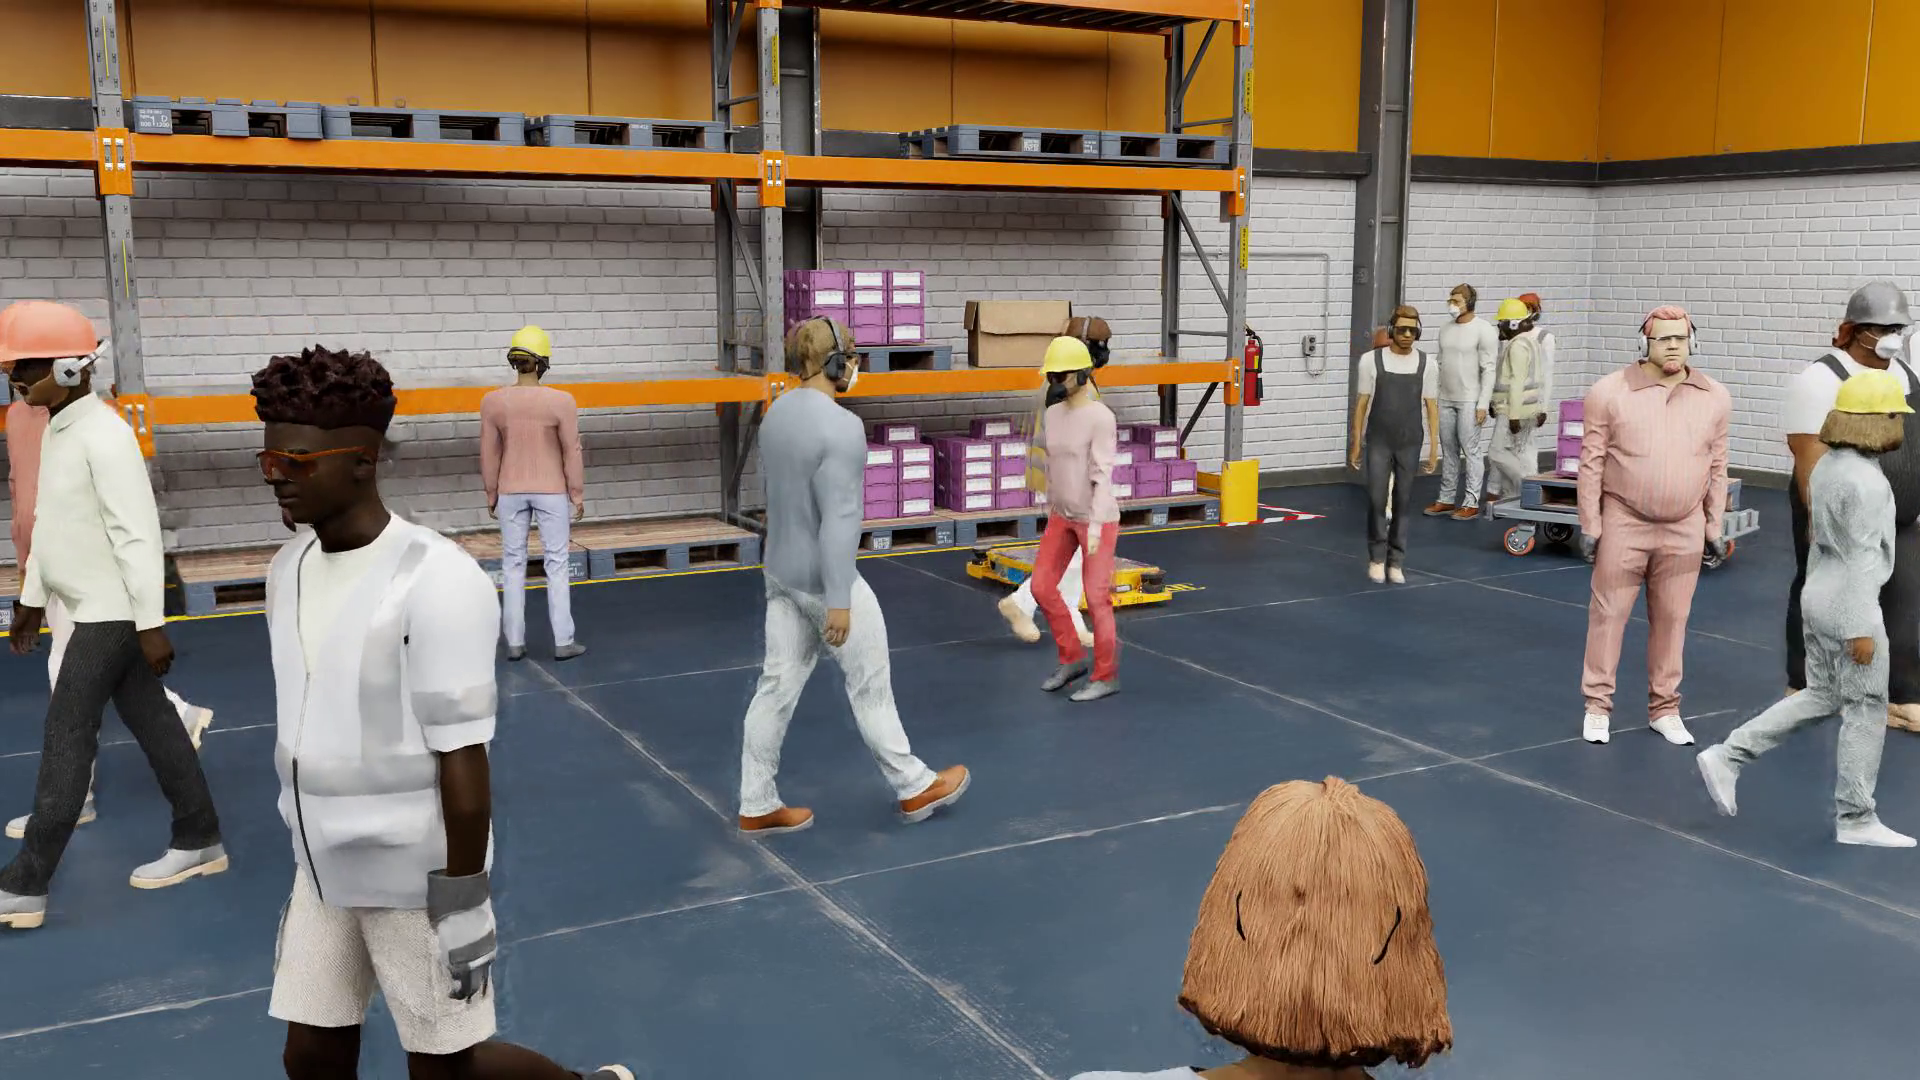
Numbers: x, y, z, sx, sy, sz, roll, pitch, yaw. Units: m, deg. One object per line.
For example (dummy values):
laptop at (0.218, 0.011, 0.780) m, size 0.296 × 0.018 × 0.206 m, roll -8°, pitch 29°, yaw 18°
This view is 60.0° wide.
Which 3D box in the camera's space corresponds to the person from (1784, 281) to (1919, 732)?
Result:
person at (4.074, -0.154, 7.415) m, size 0.695 × 2.000 × 0.882 m, roll -2°, pitch 10°, yaw -13°

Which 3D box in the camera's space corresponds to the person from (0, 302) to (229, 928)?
person at (-2.867, 0.232, 5.316) m, size 0.966 × 1.949 × 0.633 m, roll -7°, pitch 12°, yaw -38°

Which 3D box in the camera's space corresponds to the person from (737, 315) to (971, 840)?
person at (-0.422, 0.139, 6.074) m, size 0.911 × 1.895 × 0.655 m, roll -6°, pitch 11°, yaw -33°

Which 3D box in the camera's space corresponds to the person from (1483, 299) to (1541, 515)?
person at (4.571, -1.074, 13.716) m, size 0.462 × 1.815 × 0.606 m, roll 4°, pitch 10°, yaw 25°

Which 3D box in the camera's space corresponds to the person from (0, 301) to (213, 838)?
person at (-3.276, 0.072, 6.315) m, size 0.660 × 1.961 × 0.836 m, roll 5°, pitch 11°, yaw 30°

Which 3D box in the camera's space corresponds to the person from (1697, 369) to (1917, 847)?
person at (3.091, 0.248, 5.947) m, size 0.662 × 1.726 × 0.491 m, roll 1°, pitch 9°, yaw 8°

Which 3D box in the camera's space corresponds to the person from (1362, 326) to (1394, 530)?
person at (3.365, -0.875, 13.082) m, size 0.421 × 1.610 × 0.566 m, roll -9°, pitch 13°, yaw -44°

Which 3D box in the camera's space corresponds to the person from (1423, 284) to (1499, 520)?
person at (4.120, -1.129, 13.701) m, size 0.375 × 1.934 × 0.638 m, roll -5°, pitch 11°, yaw -28°

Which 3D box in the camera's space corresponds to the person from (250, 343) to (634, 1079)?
person at (-1.037, 0.583, 3.227) m, size 0.624 × 1.939 × 0.791 m, roll 6°, pitch 11°, yaw 33°

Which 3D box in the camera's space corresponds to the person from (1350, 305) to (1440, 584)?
person at (2.834, -0.603, 10.798) m, size 0.554 × 1.824 × 0.534 m, roll 1°, pitch 9°, yaw 6°

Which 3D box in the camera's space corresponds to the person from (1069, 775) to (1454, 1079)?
person at (0.322, 1.003, 1.677) m, size 0.521 × 1.596 × 0.786 m, roll 2°, pitch 10°, yaw 13°

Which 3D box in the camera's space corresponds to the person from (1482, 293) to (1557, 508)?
person at (4.784, -1.169, 14.197) m, size 0.394 × 1.872 × 0.636 m, roll -6°, pitch 11°, yaw -35°

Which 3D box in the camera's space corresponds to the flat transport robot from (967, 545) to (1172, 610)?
flat transport robot at (0.667, 0.207, 10.595) m, size 0.652 × 0.197 × 1.431 m, roll -5°, pitch 11°, yaw -28°

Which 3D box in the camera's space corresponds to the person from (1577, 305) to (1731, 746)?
person at (3.005, -0.054, 7.213) m, size 0.636 × 1.911 × 0.406 m, roll 1°, pitch 9°, yaw 5°

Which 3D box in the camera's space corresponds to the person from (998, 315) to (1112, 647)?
person at (0.551, -0.296, 8.954) m, size 0.533 × 1.819 × 0.640 m, roll 1°, pitch 9°, yaw 7°

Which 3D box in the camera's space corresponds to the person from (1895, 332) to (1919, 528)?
person at (7.443, -0.936, 12.767) m, size 0.520 × 1.892 × 0.588 m, roll -6°, pitch 11°, yaw -32°

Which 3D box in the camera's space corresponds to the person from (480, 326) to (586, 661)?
person at (-2.240, -0.239, 8.767) m, size 0.533 × 1.767 × 0.324 m, roll 0°, pitch 9°, yaw 2°

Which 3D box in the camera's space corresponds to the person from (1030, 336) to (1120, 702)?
person at (0.560, -0.090, 7.915) m, size 0.428 × 1.748 × 0.557 m, roll -7°, pitch 12°, yaw -37°
